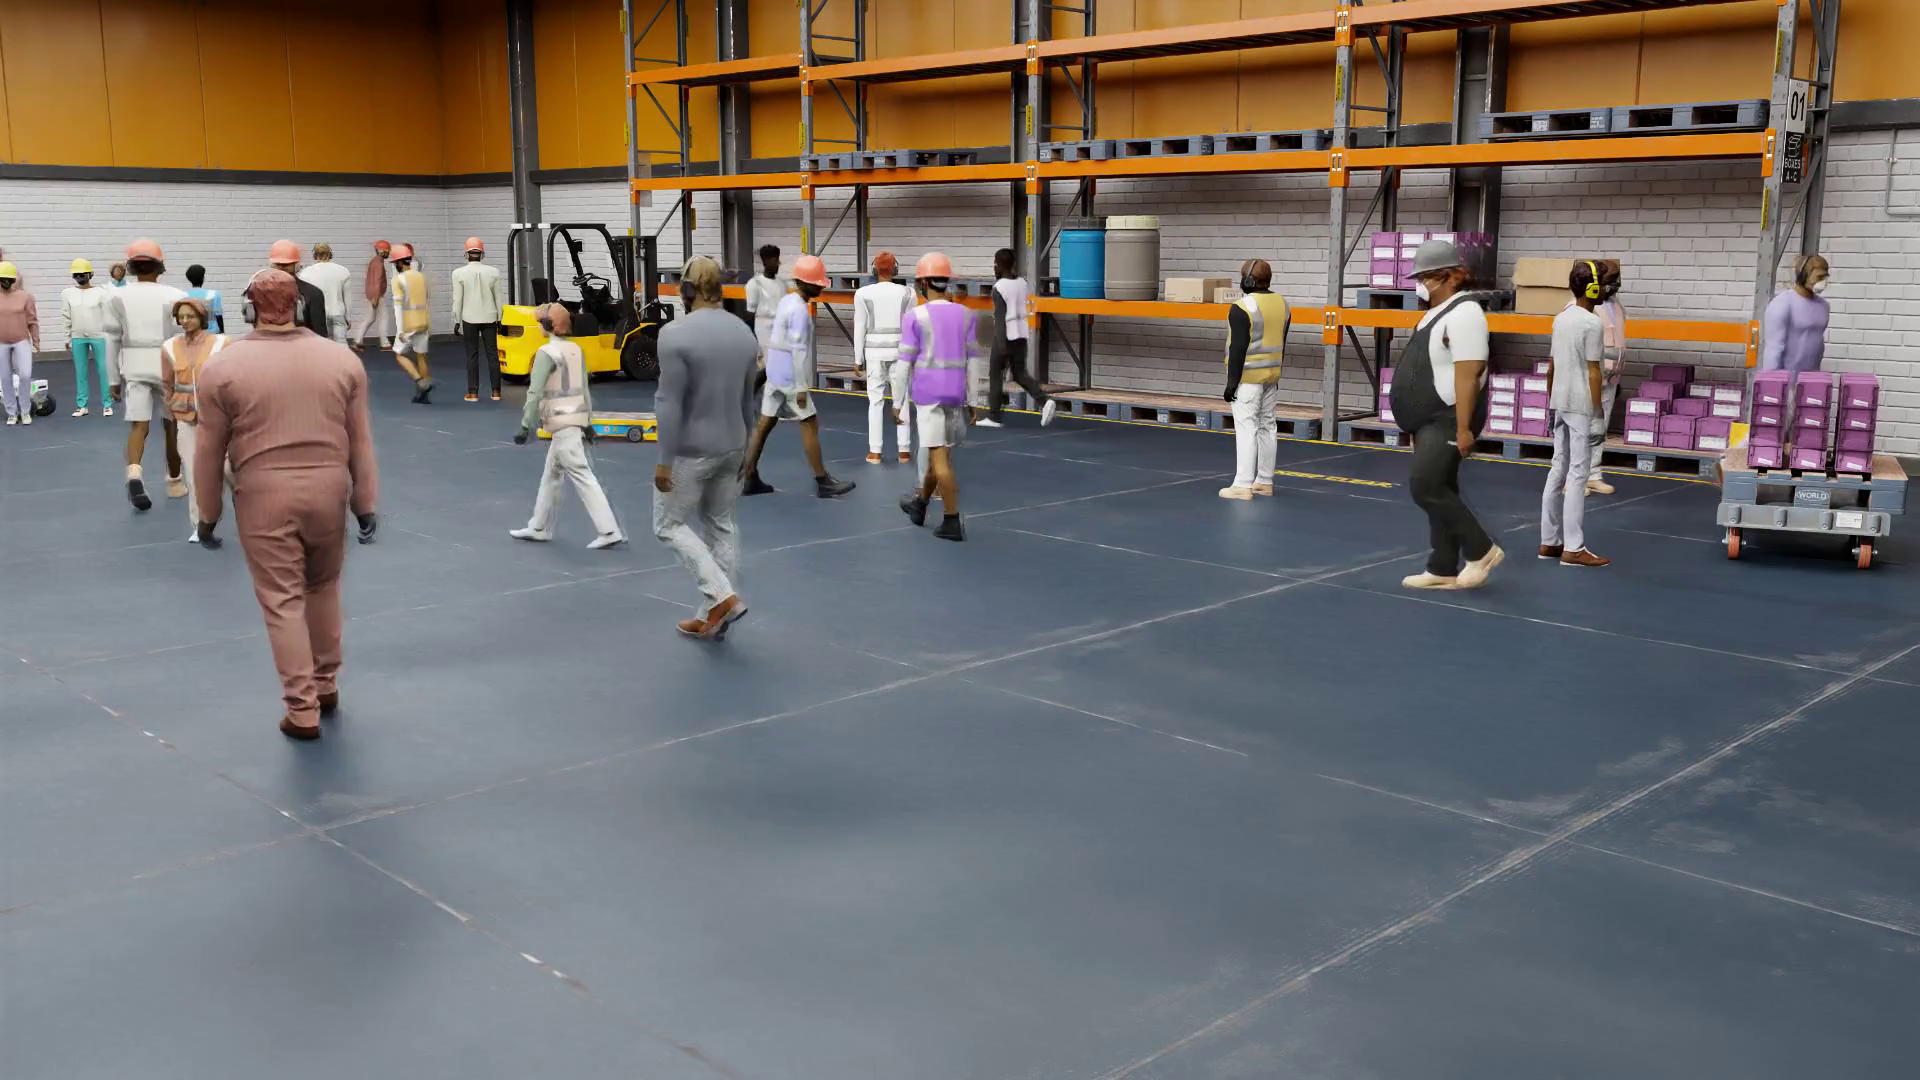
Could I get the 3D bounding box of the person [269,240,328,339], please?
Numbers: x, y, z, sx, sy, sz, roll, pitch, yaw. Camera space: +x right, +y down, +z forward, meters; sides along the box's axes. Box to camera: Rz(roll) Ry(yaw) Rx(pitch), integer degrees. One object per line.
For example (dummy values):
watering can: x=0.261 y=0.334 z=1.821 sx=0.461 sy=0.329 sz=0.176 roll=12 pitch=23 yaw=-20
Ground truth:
person: x=-5.558 y=-1.473 z=13.729 sx=0.653 sy=1.976 sz=0.676 roll=1 pitch=10 yaw=5

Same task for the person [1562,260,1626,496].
person: x=4.946 y=-1.253 z=12.965 sx=0.618 sy=1.835 sz=0.430 roll=-7 pitch=12 yaw=-33

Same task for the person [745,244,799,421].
person: x=-2.144 y=-2.299 z=18.381 sx=0.909 sy=1.938 sz=0.609 roll=8 pitch=13 yaw=36

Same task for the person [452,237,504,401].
person: x=-5.897 y=-2.695 z=20.360 sx=0.611 sy=1.996 sz=0.379 roll=-6 pitch=12 yaw=-29

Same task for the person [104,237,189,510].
person: x=-6.050 y=-1.243 z=12.417 sx=0.619 sy=2.014 sz=0.935 roll=-2 pitch=11 yaw=-12

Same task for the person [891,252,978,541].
person: x=-0.230 y=-0.977 z=11.253 sx=0.569 sy=1.896 sz=0.930 roll=-7 pitch=13 yaw=-35

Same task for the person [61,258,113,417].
person: x=-9.734 y=-2.254 z=18.584 sx=0.527 sy=1.768 sz=0.331 roll=-2 pitch=11 yaw=-11

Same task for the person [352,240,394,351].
person: x=-10.262 y=-4.252 z=29.021 sx=0.771 sy=1.955 sz=0.632 roll=-6 pitch=12 yaw=-31

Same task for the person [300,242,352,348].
person: x=-8.070 y=-2.824 z=21.235 sx=0.627 sy=1.936 sz=0.375 roll=-8 pitch=13 yaw=-37

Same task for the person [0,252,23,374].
person: x=-12.468 y=-2.865 z=21.551 sx=0.432 sy=1.894 sz=0.670 roll=4 pitch=11 yaw=23

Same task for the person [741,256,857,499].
person: x=-1.288 y=-1.244 z=12.827 sx=0.853 sy=1.861 sz=0.606 roll=-3 pitch=11 yaw=-17

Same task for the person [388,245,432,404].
person: x=-6.528 y=-2.555 z=19.845 sx=0.481 sy=1.910 sz=0.572 roll=7 pitch=13 yaw=35

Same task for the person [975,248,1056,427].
person: x=0.571 y=-2.107 z=17.445 sx=0.841 sy=1.895 sz=0.593 roll=8 pitch=13 yaw=36

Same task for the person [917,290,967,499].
person: x=-0.172 y=-1.113 z=12.757 sx=0.377 sy=1.619 sz=0.522 roll=7 pitch=12 yaw=33

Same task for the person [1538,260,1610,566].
person: x=3.811 y=-0.780 z=10.262 sx=0.334 sy=1.873 sz=0.521 roll=-2 pitch=11 yaw=-11

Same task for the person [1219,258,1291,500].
person: x=2.252 y=-1.235 z=12.818 sx=0.626 sy=1.846 sz=0.429 roll=-10 pitch=14 yaw=-42

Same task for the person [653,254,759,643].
person: x=-1.237 y=-0.425 z=8.163 sx=0.456 sy=1.928 sz=0.655 roll=7 pitch=13 yaw=35

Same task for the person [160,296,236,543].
person: x=-5.042 y=-0.820 z=11.140 sx=0.522 sy=1.623 sz=0.591 roll=-1 pitch=10 yaw=-4

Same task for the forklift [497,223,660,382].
forklift: x=-5.316 y=-3.263 z=22.920 sx=2.313 sy=2.155 sz=1.214 roll=-10 pitch=14 yaw=-44

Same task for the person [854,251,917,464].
person: x=-0.654 y=-1.618 z=14.794 sx=0.583 sy=1.882 sz=0.337 roll=-2 pitch=11 yaw=-10

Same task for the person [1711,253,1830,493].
person: x=6.098 y=-1.173 z=12.347 sx=0.644 sy=1.905 sz=0.910 roll=-5 pitch=12 yaw=-27

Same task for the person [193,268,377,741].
person: x=-2.773 y=-0.154 z=6.800 sx=0.671 sy=1.880 sz=0.732 roll=-8 pitch=13 yaw=-37

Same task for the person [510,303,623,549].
person: x=-2.560 y=-0.734 z=10.776 sx=0.857 sy=1.591 sz=0.517 roll=2 pitch=11 yaw=10

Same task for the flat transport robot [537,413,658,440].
flat transport robot: x=-3.427 y=-1.147 z=16.626 sx=1.431 sy=0.197 sz=0.652 roll=2 pitch=11 yaw=12

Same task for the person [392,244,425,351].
person: x=-9.676 y=-4.265 z=29.256 sx=0.572 sy=1.879 sz=0.348 roll=-6 pitch=12 yaw=-30

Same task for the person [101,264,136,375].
person: x=-12.050 y=-3.160 z=23.947 sx=0.552 sy=1.607 sz=0.764 roll=-7 pitch=12 yaw=-33

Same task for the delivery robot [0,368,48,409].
delivery robot: x=-10.511 y=-1.662 z=18.404 sx=0.707 sy=0.478 sz=0.477 roll=0 pitch=10 yaw=-2

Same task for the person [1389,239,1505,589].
person: x=2.721 y=-0.713 z=9.434 sx=0.563 sy=2.000 sz=0.697 roll=1 pitch=10 yaw=5

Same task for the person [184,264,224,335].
person: x=-8.967 y=-2.408 z=19.624 sx=0.547 sy=1.683 sz=0.512 roll=0 pitch=10 yaw=-2

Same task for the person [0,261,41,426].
person: x=-10.086 y=-2.074 z=17.654 sx=0.560 sy=1.737 sz=0.597 roll=-5 pitch=12 yaw=-26
